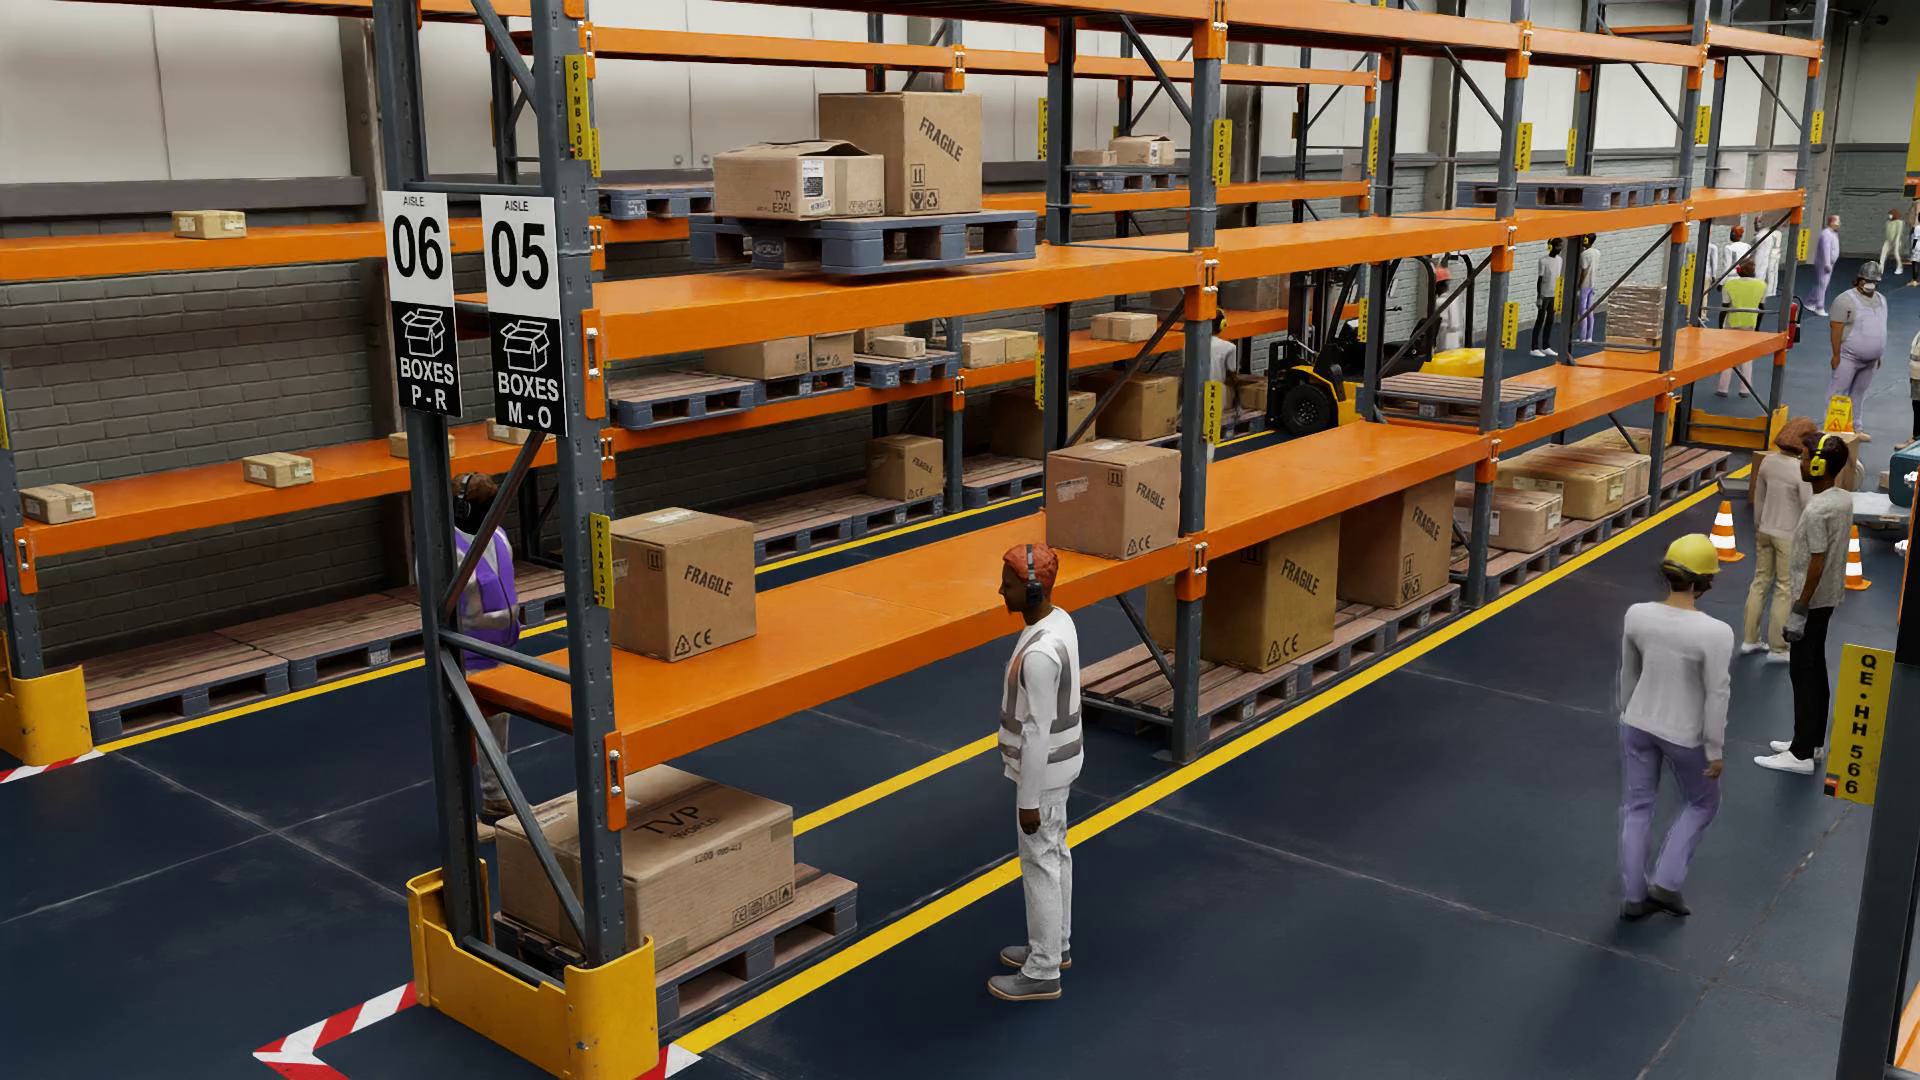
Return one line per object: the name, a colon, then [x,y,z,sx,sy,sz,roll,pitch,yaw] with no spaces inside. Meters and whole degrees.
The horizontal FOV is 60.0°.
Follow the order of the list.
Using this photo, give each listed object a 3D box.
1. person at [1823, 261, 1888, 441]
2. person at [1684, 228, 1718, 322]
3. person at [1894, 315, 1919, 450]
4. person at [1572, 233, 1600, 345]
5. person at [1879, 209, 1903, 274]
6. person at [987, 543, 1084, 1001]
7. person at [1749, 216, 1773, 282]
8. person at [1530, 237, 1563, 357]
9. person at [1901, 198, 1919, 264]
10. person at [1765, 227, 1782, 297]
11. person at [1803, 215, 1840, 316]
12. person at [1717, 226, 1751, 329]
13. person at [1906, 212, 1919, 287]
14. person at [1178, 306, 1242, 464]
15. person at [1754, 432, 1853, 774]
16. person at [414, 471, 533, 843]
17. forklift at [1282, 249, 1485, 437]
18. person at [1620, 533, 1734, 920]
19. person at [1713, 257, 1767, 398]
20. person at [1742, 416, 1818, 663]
person: [10.093,-2.106,18.644,0.682,2.000,0.536,-4,14,-15]
person: [13.601,-4.883,30.541,0.573,1.749,0.338,12,18,39]
person: [10.400,-1.758,17.934,0.317,1.696,0.540,2,14,7]
person: [10.213,-4.118,27.186,0.515,1.873,0.329,-12,18,-40]
person: [22.893,-7.322,40.814,0.848,1.592,0.500,-6,15,-23]
person: [0.310,0.922,6.656,0.359,1.880,0.575,2,14,9]
person: [14.893,-5.095,31.097,0.401,1.904,0.648,11,17,37]
person: [9.146,-3.777,25.832,0.507,1.861,0.327,-8,16,-30]
person: [25.161,-8.278,43.882,0.391,1.988,0.611,6,15,24]
person: [17.166,-5.959,35.159,0.523,1.638,0.310,-12,18,-41]
person: [16.394,-5.230,31.680,0.586,1.902,0.844,12,18,41]
person: [13.149,-4.402,28.320,0.573,1.883,0.356,-6,15,-25]
person: [21.680,-6.566,37.535,0.539,1.693,0.320,-5,15,-21]
person: [2.415,-1.320,15.909,0.568,1.813,1.001,7,15,25]
person: [4.608,0.344,9.022,0.310,1.868,0.532,12,18,41]
person: [-2.378,0.564,8.209,0.429,1.837,0.627,5,15,19]
forklift: [4.886,-2.214,18.767,2.313,2.155,1.214,11,18,38]
person: [3.123,0.827,7.278,0.408,1.748,0.550,-9,17,-33]
person: [10.228,-2.774,21.798,0.578,1.836,0.390,0,14,2]
person: [5.419,-0.007,10.940,0.268,1.630,0.507,-4,14,-14]
